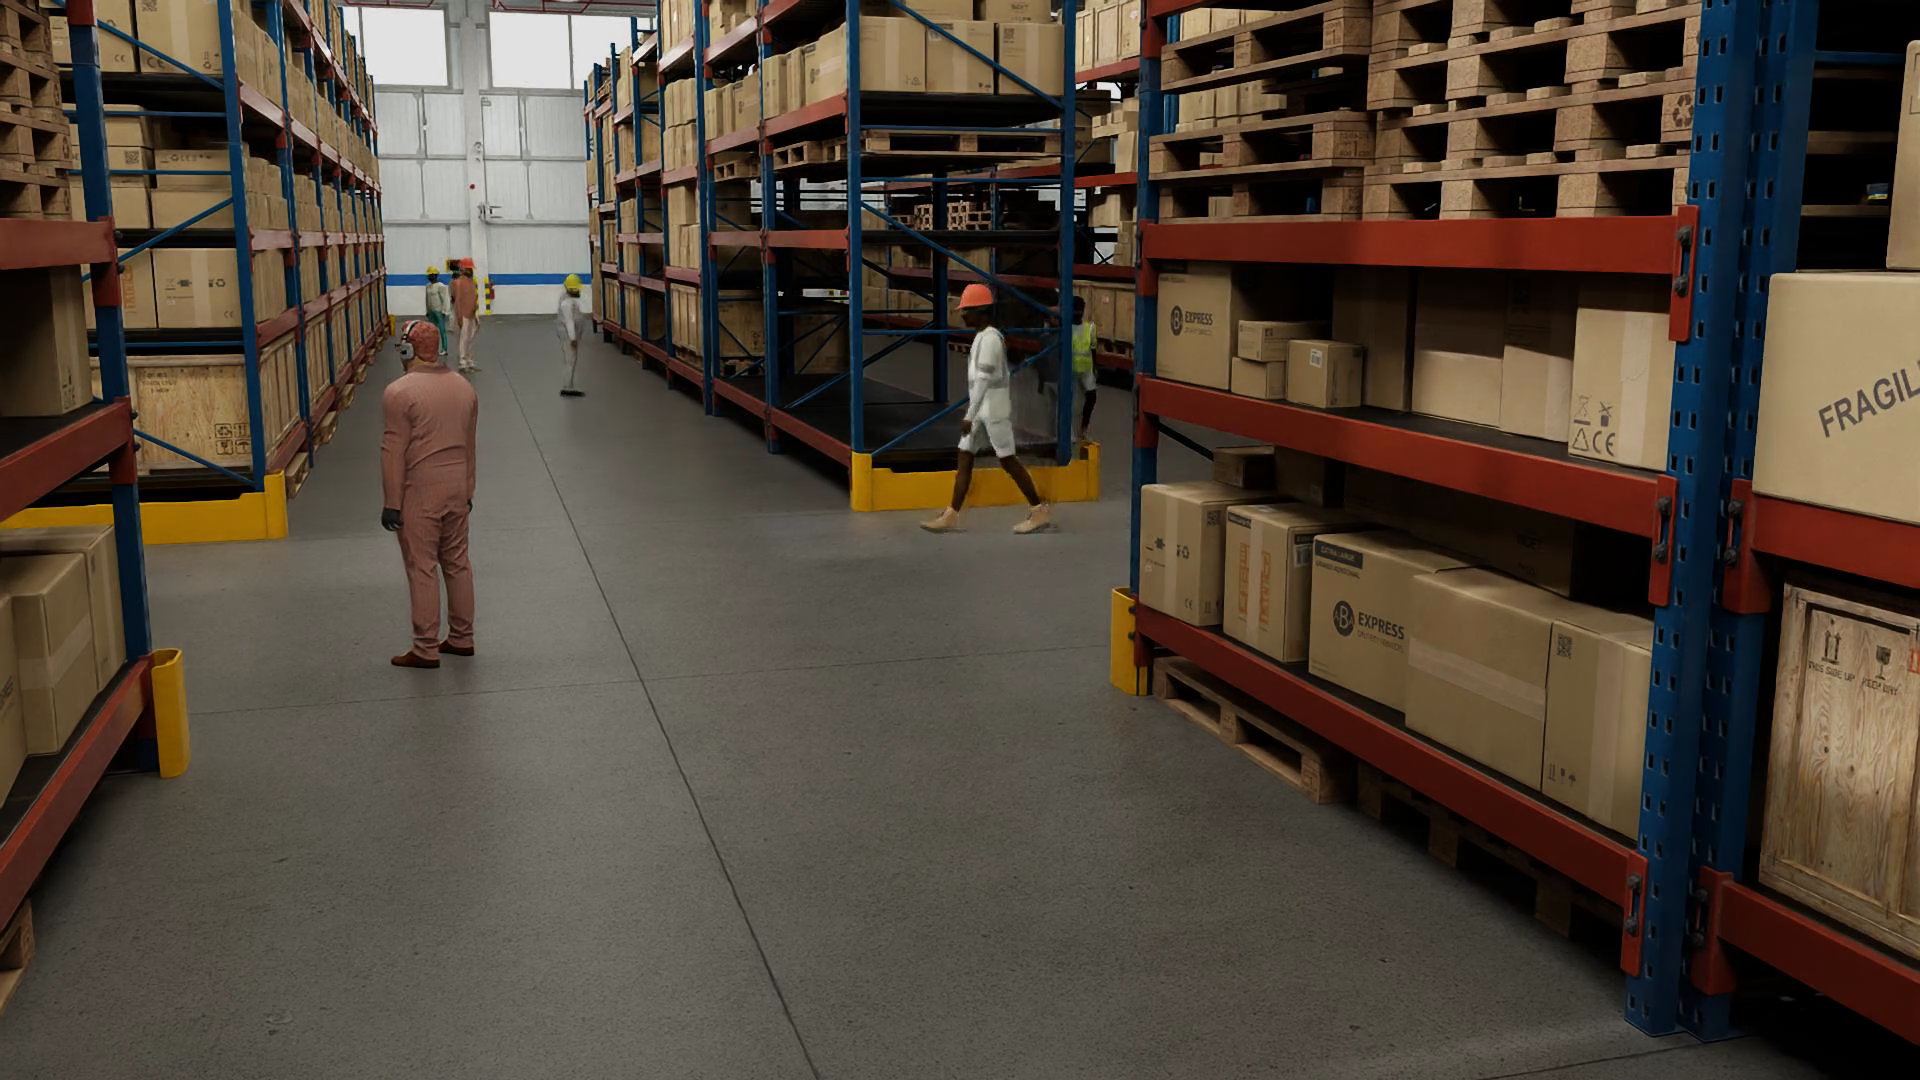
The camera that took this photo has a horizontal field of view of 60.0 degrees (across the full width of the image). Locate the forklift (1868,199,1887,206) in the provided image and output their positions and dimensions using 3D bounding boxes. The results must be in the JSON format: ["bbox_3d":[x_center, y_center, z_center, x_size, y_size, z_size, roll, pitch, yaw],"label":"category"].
[{"bbox_3d":[11.338,-2.915,21.052,1.129,2.768,1.873,-3,11,-17],"label":"forklift"}]

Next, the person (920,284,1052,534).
[{"bbox_3d":[0.249,-1.012,13.096,1.045,1.995,0.616,-2,11,-12],"label":"person"}]

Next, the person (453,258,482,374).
[{"bbox_3d":[-8.503,-3.871,28.727,0.400,1.989,0.623,2,10,10],"label":"person"}]

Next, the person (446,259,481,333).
[{"bbox_3d":[-12.199,-5.943,40.590,0.884,1.813,0.619,-3,11,-16],"label":"person"}]

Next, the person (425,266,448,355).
[{"bbox_3d":[-10.435,-4.548,33.060,0.533,1.767,0.327,6,12,29],"label":"person"}]

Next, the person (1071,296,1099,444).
[{"bbox_3d":[1.337,-1.910,18.809,0.560,1.675,0.538,-4,11,-19],"label":"person"}]

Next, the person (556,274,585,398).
[{"bbox_3d":[-5.688,-2.982,24.356,0.438,1.812,0.668,-1,10,-5],"label":"person"}]

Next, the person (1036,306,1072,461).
[{"bbox_3d":[1.000,-1.652,17.579,0.289,1.627,0.498,-7,13,-35],"label":"person"}]

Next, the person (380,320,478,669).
[{"bbox_3d":[-2.932,-0.253,9.156,0.400,1.901,0.643,5,11,24],"label":"person"}]
